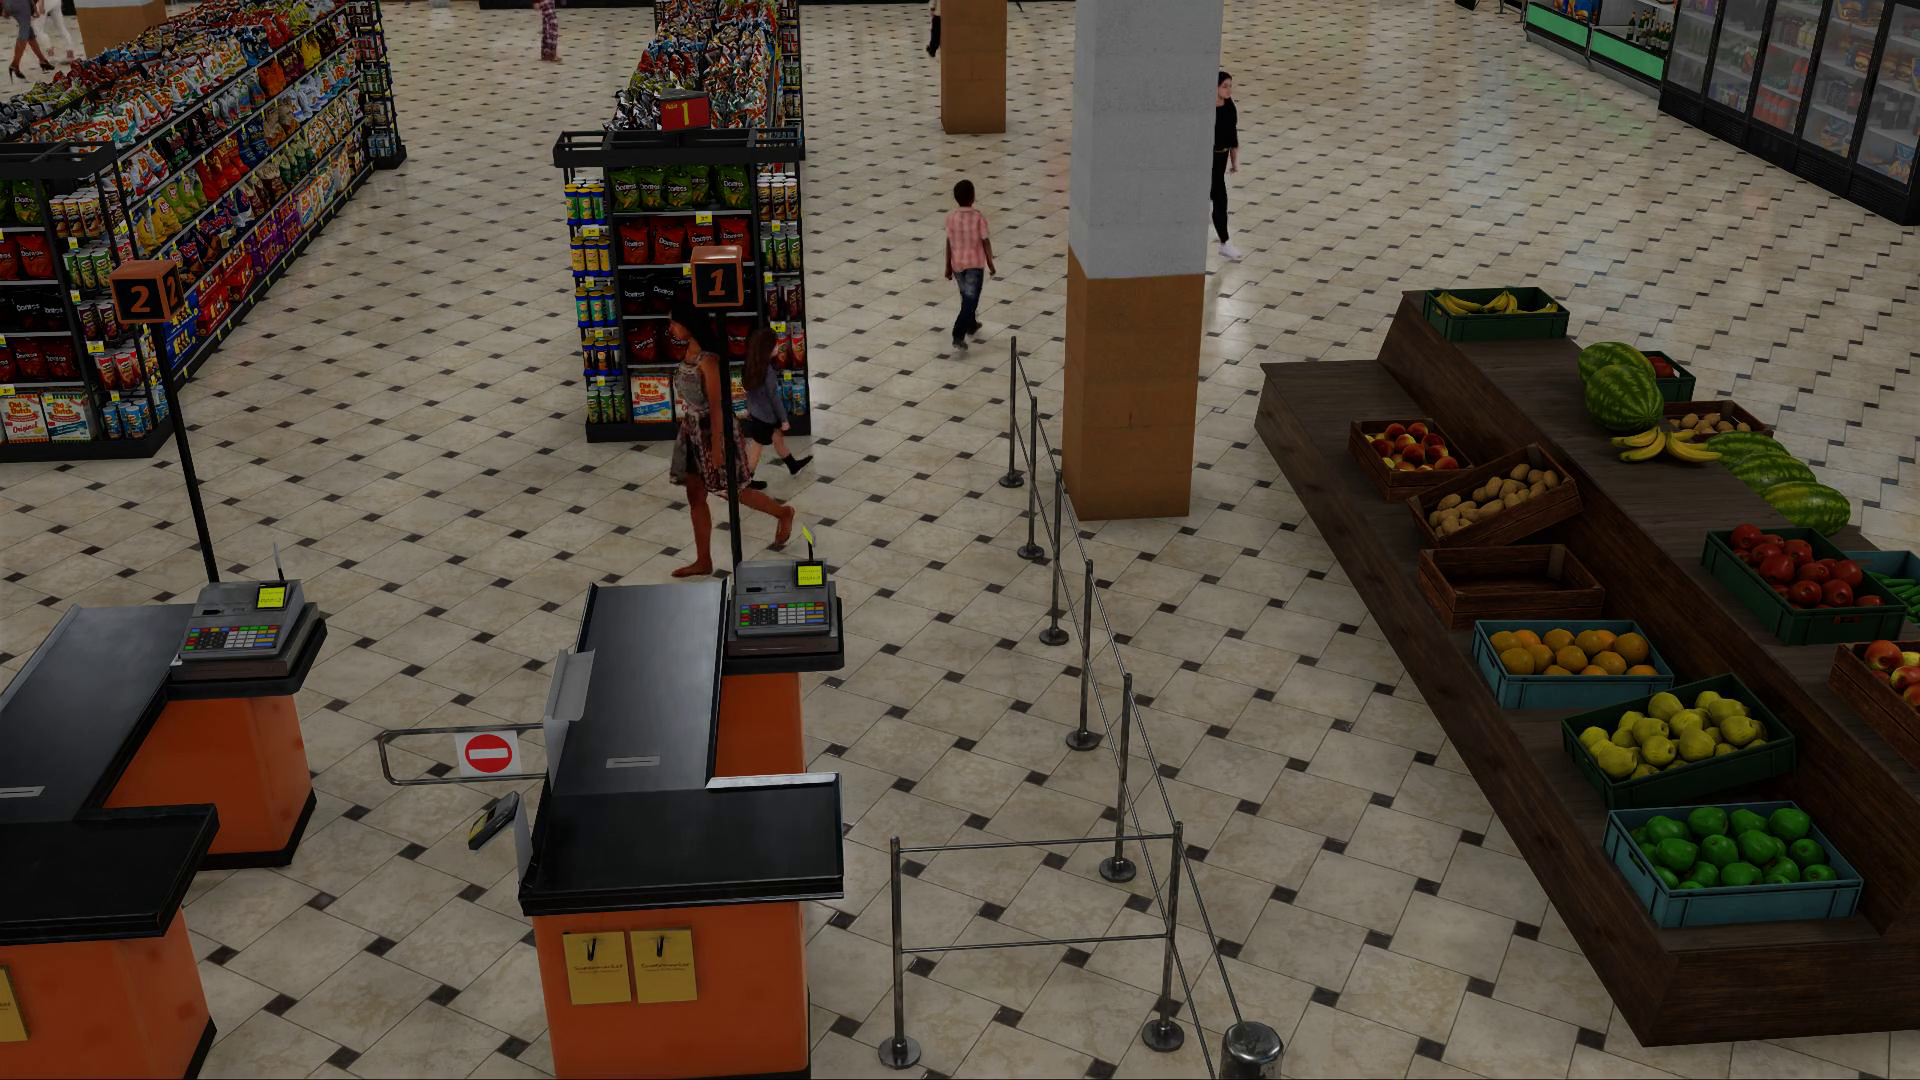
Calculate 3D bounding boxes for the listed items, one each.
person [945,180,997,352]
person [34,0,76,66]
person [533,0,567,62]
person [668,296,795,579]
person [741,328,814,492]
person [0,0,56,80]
[{"bbox_3d":[0.041,-2.079,12.712,0.813,1.287,0.986,13,30,23],"label":"person"},{"bbox_3d":[-12.270,-7.275,22.511,0.800,1.690,0.748,6,27,11],"label":"person"},{"bbox_3d":[-5.772,-7.427,22.891,0.783,1.619,0.654,6,28,12],"label":"person"},{"bbox_3d":[-1.332,-0.581,9.401,0.978,1.609,1.073,-17,31,-29],"label":"person"},{"bbox_3d":[-1.282,-0.793,10.401,0.701,1.083,0.755,-13,30,-24],"label":"person"},{"bbox_3d":[-12.313,-6.866,21.653,0.875,1.737,1.143,9,28,17],"label":"person"}]
